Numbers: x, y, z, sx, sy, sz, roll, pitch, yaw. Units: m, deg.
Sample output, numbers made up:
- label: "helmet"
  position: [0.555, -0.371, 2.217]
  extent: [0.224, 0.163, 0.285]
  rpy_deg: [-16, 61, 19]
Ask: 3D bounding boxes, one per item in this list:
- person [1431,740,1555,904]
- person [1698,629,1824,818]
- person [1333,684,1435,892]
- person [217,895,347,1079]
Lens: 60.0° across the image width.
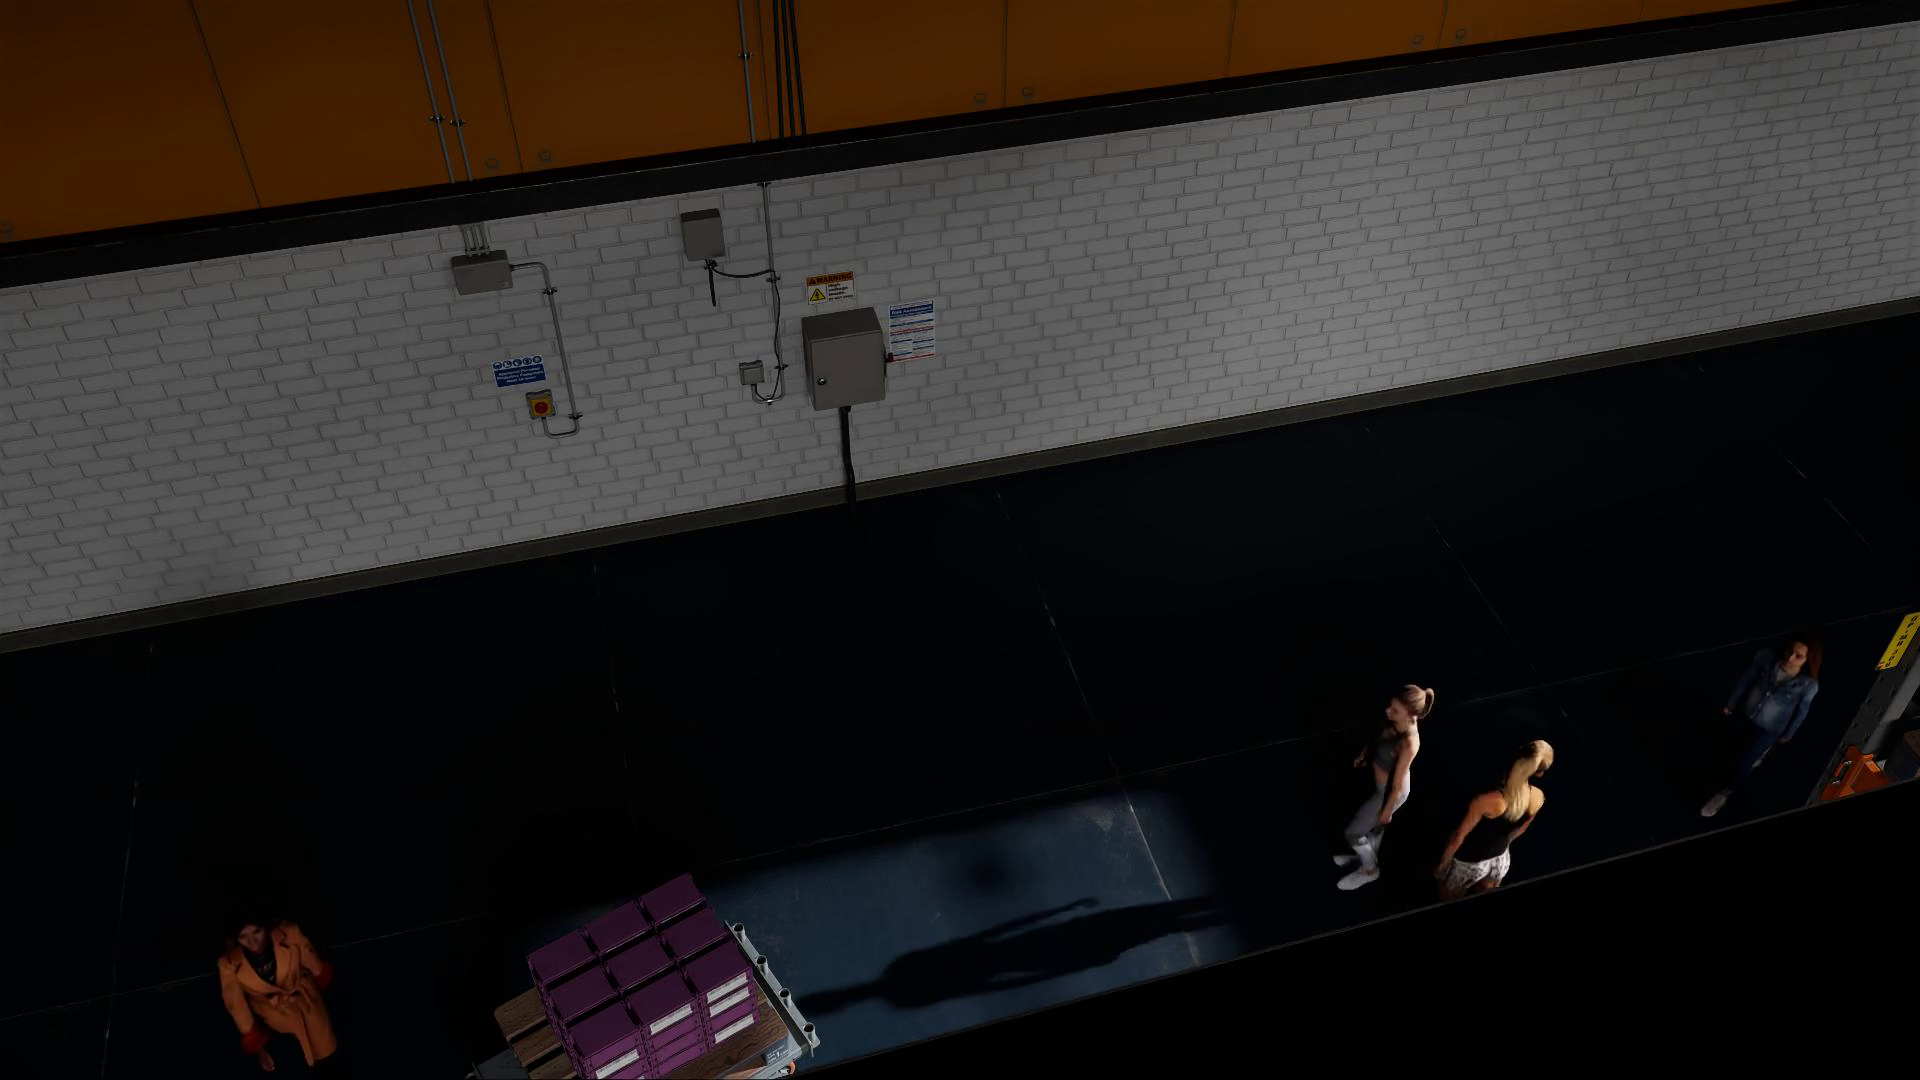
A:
- label: "person"
  position: [2.754, 1.731, 8.948]
  extent: [0.751, 1.824, 0.574]
  rpy_deg: [-23, 48, -22]
- label: "person"
  position: [4.835, 1.030, 9.949]
  extent: [0.816, 1.457, 0.920]
  rpy_deg: [-26, 49, -25]
- label: "person"
  position: [2.471, 1.394, 9.394]
  extent: [0.742, 1.696, 0.613]
  rpy_deg: [7, 44, 8]
- label: "person"
  position: [-3.445, 2.310, 8.449]
  extent: [0.850, 1.672, 1.236]
  rpy_deg: [-21, 47, -20]
